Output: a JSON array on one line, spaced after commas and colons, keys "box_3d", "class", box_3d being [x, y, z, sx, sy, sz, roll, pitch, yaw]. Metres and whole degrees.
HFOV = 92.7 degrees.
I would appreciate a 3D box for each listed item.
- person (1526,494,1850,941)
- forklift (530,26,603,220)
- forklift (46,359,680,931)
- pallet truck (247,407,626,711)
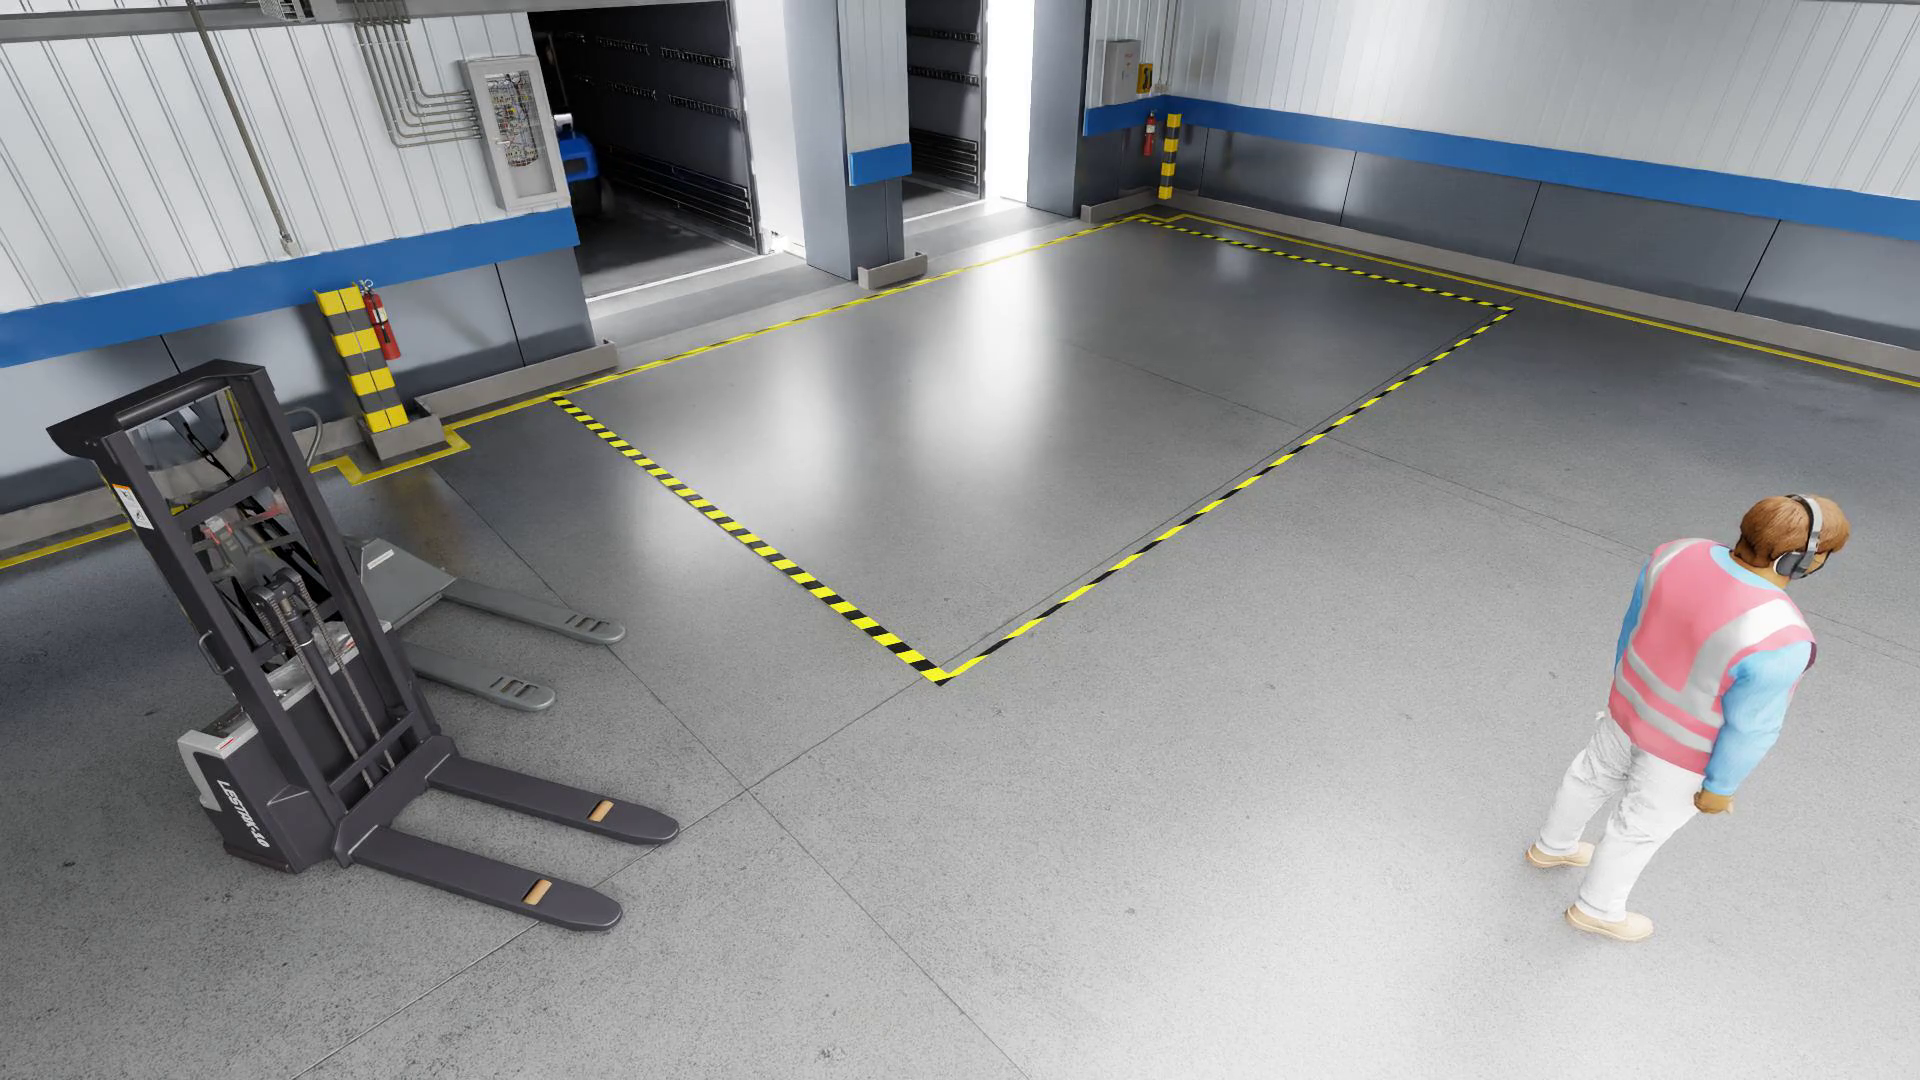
[{"box_3d": [2.472, 0.643, 3.168, 0.429, 1.842, 0.623, 0, 34, 0], "class": "person"}, {"box_3d": [-5.555, -5.224, 11.336, 1.157, 2.036, 2.680, -26, 42, -33], "class": "forklift"}, {"box_3d": [-2.135, 0.422, 3.354, 1.885, 1.965, 0.823, 10, 35, 14], "class": "forklift"}, {"box_3d": [-2.628, 0.038, 4.590, 1.601, 1.201, 0.680, 12, 36, 18], "class": "pallet truck"}]
